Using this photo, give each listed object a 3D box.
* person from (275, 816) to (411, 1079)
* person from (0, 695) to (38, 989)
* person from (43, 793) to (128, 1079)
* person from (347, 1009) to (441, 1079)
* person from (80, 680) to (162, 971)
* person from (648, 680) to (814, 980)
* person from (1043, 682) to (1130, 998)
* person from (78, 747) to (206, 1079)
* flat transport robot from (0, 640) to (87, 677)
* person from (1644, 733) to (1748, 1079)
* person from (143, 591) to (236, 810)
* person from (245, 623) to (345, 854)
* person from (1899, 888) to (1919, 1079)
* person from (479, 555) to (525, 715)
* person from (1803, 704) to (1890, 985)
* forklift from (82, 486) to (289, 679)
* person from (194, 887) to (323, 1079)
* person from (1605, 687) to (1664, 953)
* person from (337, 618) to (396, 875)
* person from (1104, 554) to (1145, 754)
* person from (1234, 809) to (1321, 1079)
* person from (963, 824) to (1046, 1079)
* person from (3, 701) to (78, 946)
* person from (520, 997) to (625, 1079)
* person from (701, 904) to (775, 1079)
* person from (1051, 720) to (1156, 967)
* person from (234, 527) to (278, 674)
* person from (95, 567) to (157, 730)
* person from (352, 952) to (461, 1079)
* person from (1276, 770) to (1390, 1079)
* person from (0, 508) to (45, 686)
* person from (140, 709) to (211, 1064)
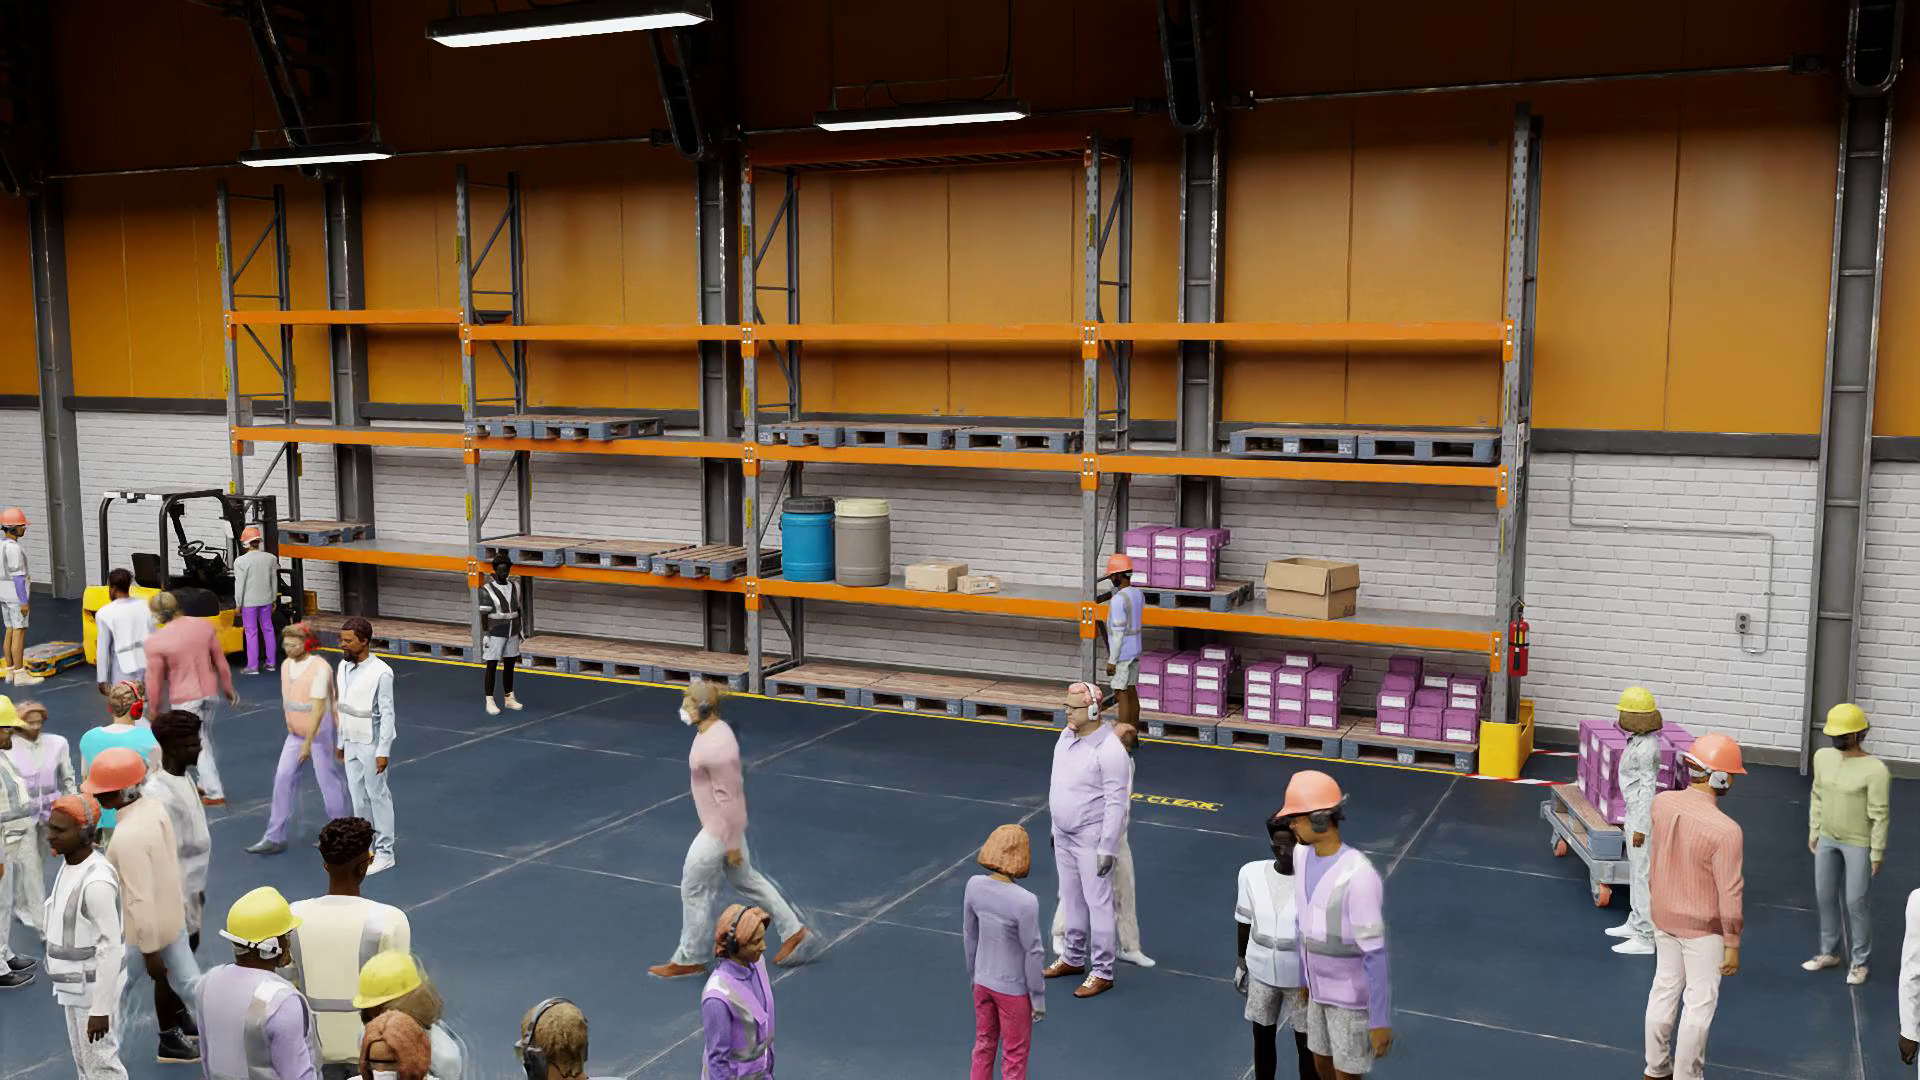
[{"bbox_3d":[-2.604,2.146,7.130,0.607,1.965,0.363,1,7,4],"label":"person"},{"bbox_3d":[-5.915,1.849,10.210,0.403,1.817,0.601,-4,8,-30],"label":"person"},{"bbox_3d":[-4.090,2.107,7.785,0.344,1.882,0.584,-6,9,-40],"label":"person"},{"bbox_3d":[-1.995,2.456,5.932,0.498,1.633,0.284,1,7,5],"label":"person"},{"bbox_3d":[-5.227,1.801,10.468,0.575,1.843,0.375,1,7,7],"label":"person"},{"bbox_3d":[-1.418,1.793,10.396,1.002,1.900,0.638,-1,7,-10],"label":"person"},{"bbox_3d":[0.744,1.809,10.161,0.410,1.909,0.643,-4,8,-31],"label":"person"},{"bbox_3d":[-4.193,1.991,8.571,1.008,1.936,0.631,-1,7,-6],"label":"person"},{"bbox_3d":[-10.986,1.425,20.035,0.652,0.197,1.431,0,7,1],"label":"flat transport robot"},{"bbox_3d":[3.801,1.967,8.576,0.411,1.980,0.629,-2,7,-17],"label":"person"},{"bbox_3d":[-6.533,1.350,14.026,0.677,1.884,0.707,3,8,25],"label":"person"},{"bbox_3d":[-5.126,1.544,12.813,0.556,1.799,0.872,4,8,31],"label":"person"},{"bbox_3d":[4.451,2.159,7.356,0.584,1.882,0.339,0,7,1],"label":"person"},{"bbox_3d":[-4.875,0.997,17.723,0.320,1.697,0.537,6,9,38],"label":"person"},{"bbox_3d":[5.487,1.874,10.318,0.371,1.746,0.538,-3,7,-22],"label":"person"},{"bbox_3d":[-9.426,0.454,20.179,1.214,2.155,2.313,3,8,26],"label":"forklift"},{"bbox_3d":[-2.740,2.276,6.605,0.587,1.834,0.403,4,8,31],"label":"person"},{"bbox_3d":[4.393,1.813,10.816,0.314,1.740,0.486,2,7,18],"label":"person"},{"bbox_3d":[-4.449,1.525,12.453,0.587,1.920,0.391,5,8,36],"label":"person"},{"bbox_3d":[1.555,1.090,16.004,0.365,1.932,0.543,4,8,29],"label":"person"},{"bbox_3d":[1.610,2.152,8.239,0.540,1.693,0.322,4,8,30],"label":"person"},{"bbox_3d":[0.224,2.190,8.125,0.281,1.633,0.498,-6,9,-42],"label":"person"},{"bbox_3d":[-6.159,1.854,11.064,0.860,1.589,0.517,5,8,35],"label":"person"},{"bbox_3d":[-1.244,2.394,5.266,0.384,1.928,0.636,4,8,29],"label":"person"},{"bbox_3d":[-0.937,2.326,7.026,0.313,1.631,0.523,2,7,13],"label":"person"},{"bbox_3d":[0.874,1.914,10.637,0.534,1.584,0.734,-7,10,-43],"label":"person"},{"bbox_3d":[-8.404,0.716,19.821,0.336,1.748,0.573,4,8,31],"label":"person"},{"bbox_3d":[-7.606,1.195,15.324,0.847,1.888,0.600,3,8,23],"label":"person"},{"bbox_3d":[-2.042,2.360,6.377,0.511,1.719,0.581,3,8,25],"label":"person"},{"bbox_3d":[1.708,2.065,7.609,0.462,2.021,0.705,-2,7,-18],"label":"person"},{"bbox_3d":[-10.846,0.655,19.134,0.606,2.044,0.374,7,10,44],"label":"person"},{"bbox_3d":[-4.339,1.894,9.219,0.366,1.962,0.627,-2,7,-14],"label":"person"}]
